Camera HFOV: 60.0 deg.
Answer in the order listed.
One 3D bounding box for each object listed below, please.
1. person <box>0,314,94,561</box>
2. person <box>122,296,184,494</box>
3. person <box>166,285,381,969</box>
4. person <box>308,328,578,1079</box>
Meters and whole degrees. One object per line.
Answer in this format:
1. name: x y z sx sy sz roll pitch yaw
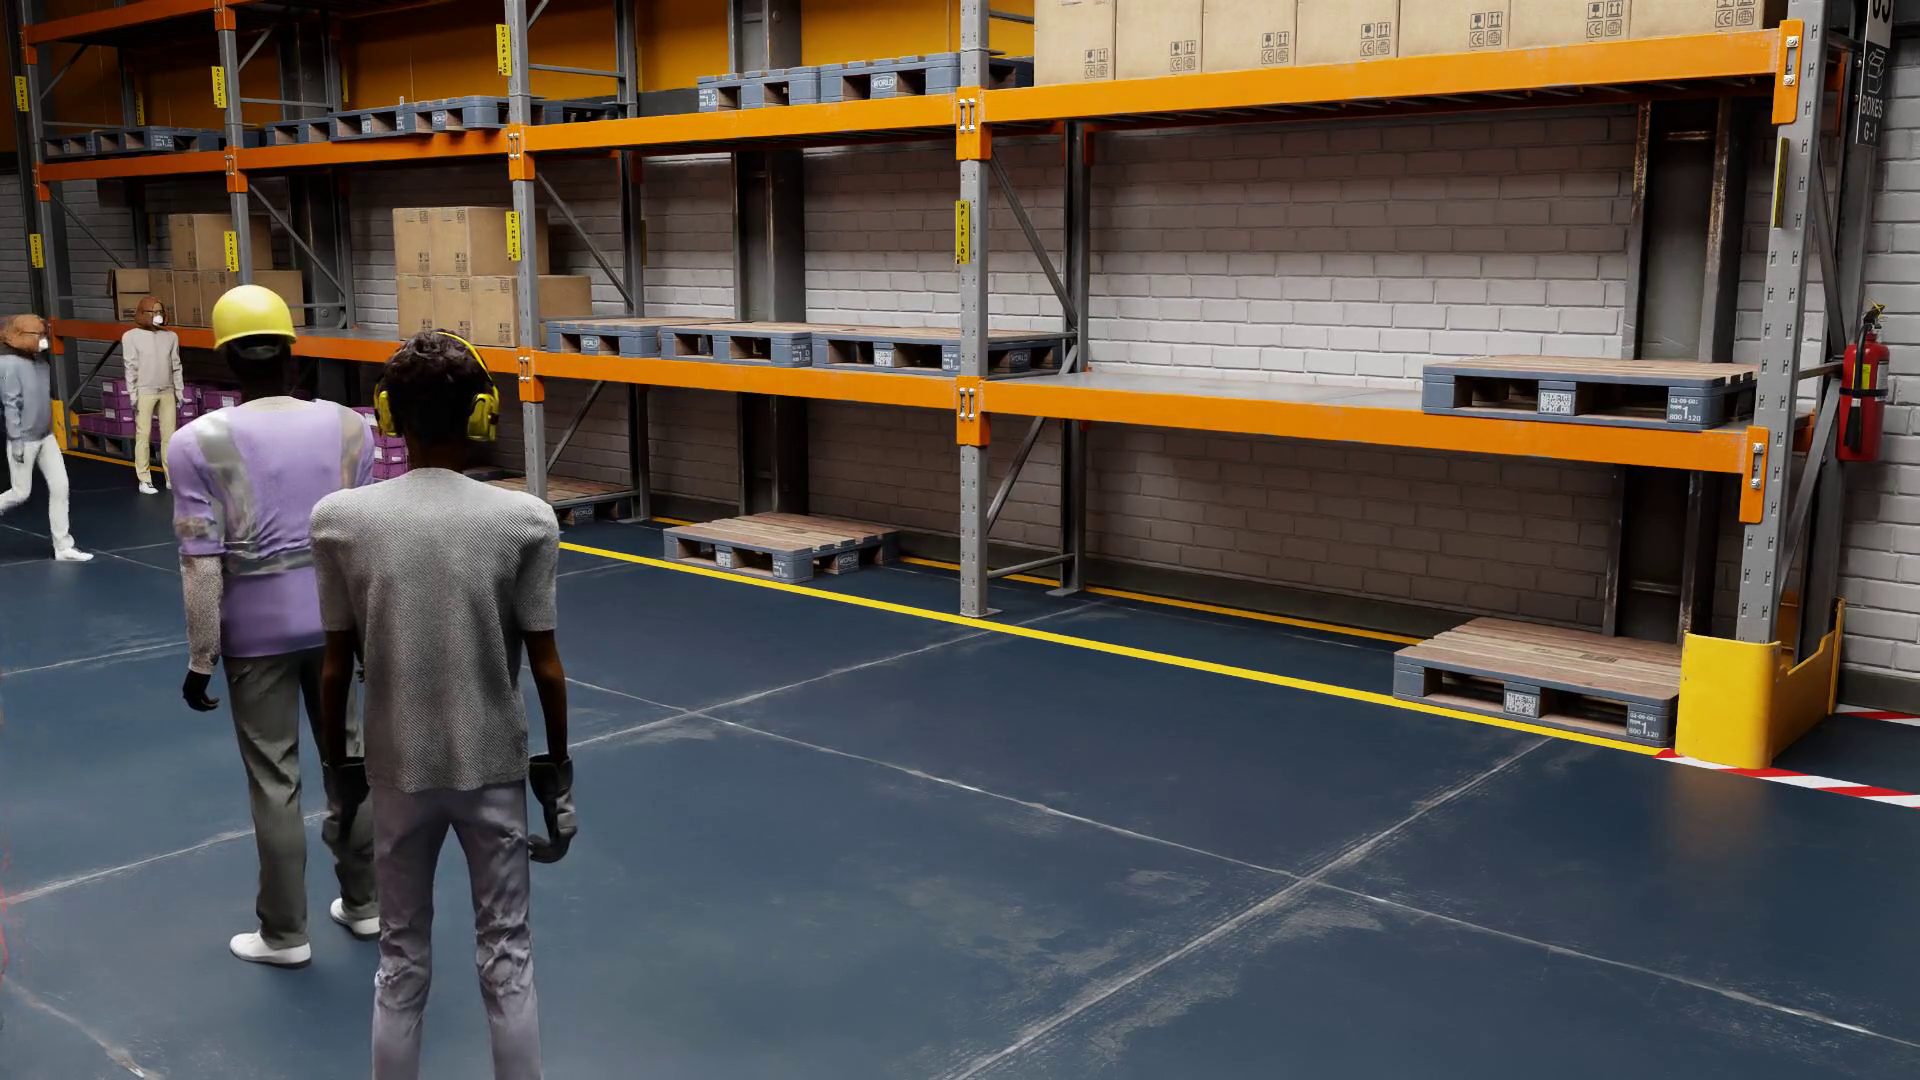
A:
1. person: -6.022 -0.646 10.669 0.694 1.604 0.493 1 10 7
2. person: -6.671 -1.199 13.792 0.277 1.628 0.497 6 12 33
3. person: -1.917 0.252 4.697 0.392 1.918 0.589 8 13 39
4. person: -1.061 0.502 3.446 0.521 1.861 0.317 -1 10 -8
